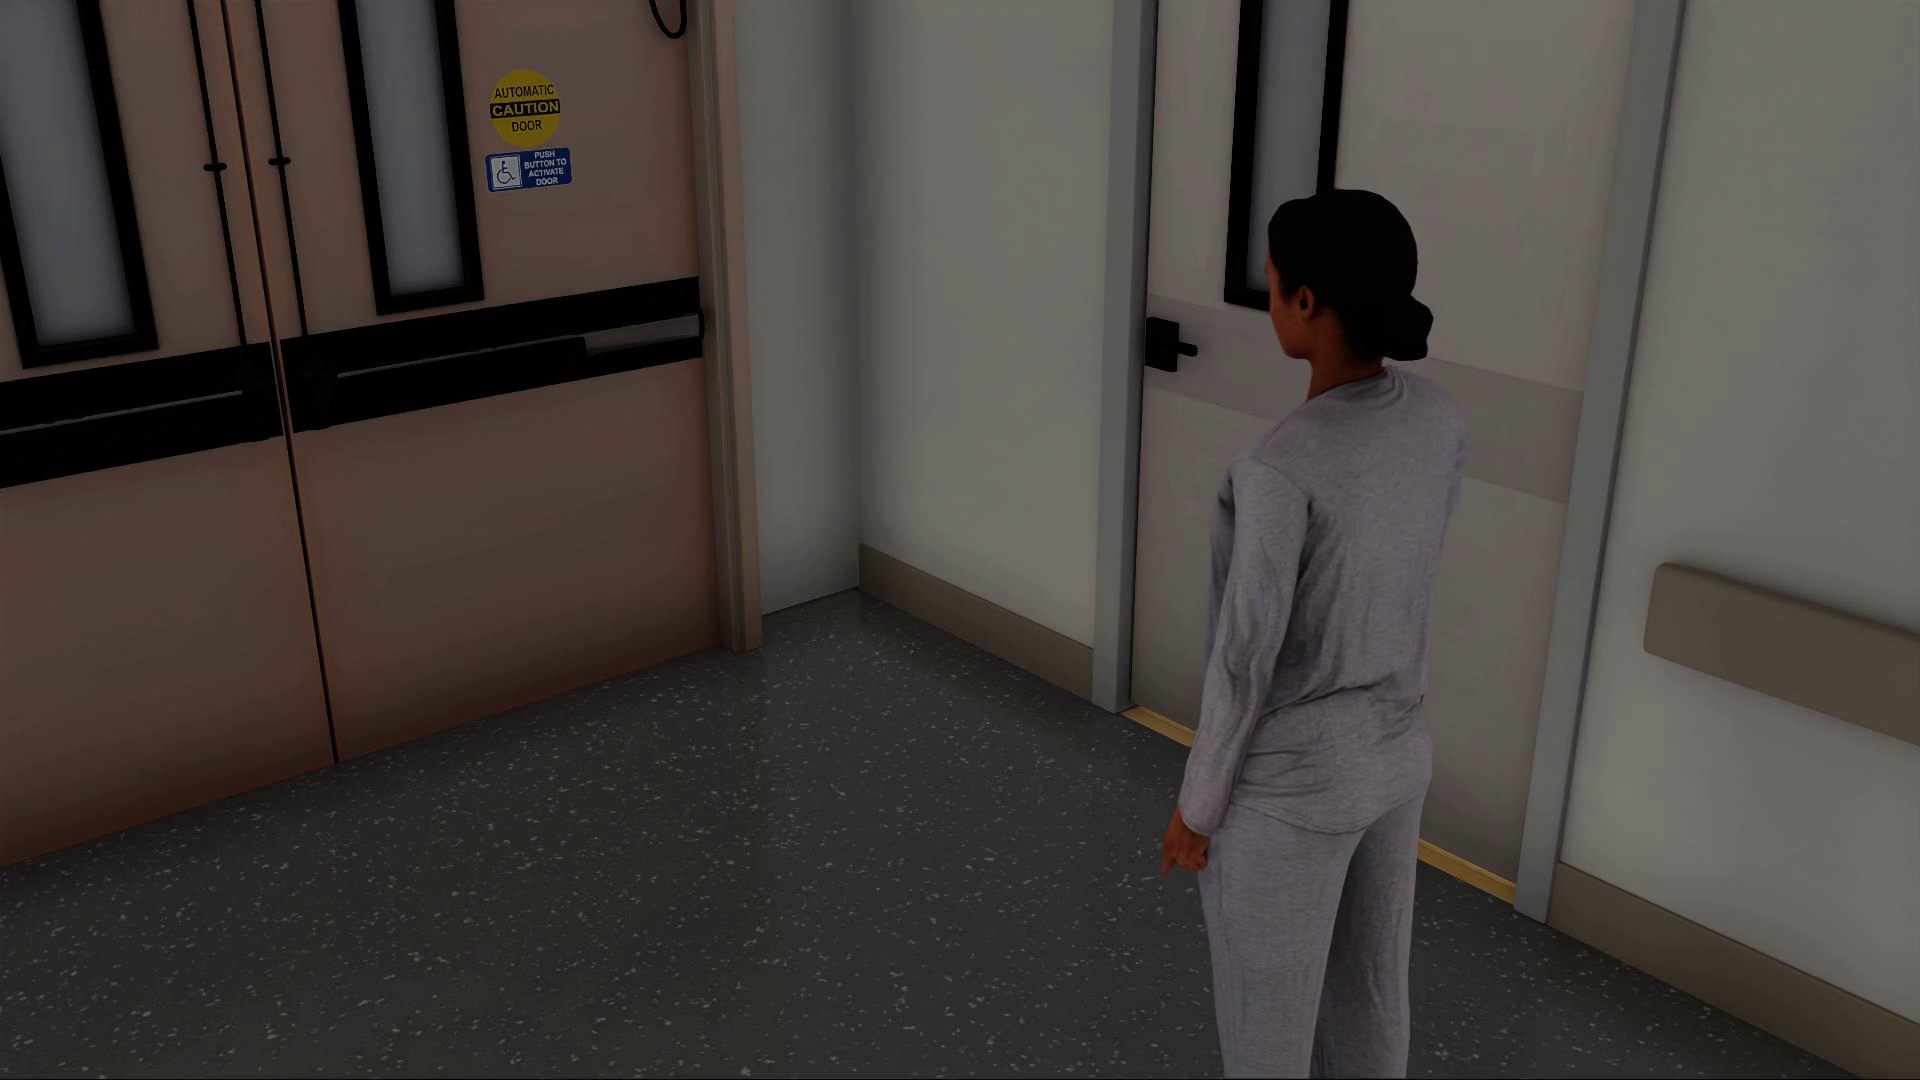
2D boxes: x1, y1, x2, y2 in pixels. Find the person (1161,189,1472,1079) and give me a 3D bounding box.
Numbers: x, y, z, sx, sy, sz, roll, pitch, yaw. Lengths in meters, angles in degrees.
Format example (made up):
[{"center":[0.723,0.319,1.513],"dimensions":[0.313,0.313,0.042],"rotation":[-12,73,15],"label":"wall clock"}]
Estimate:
[{"center":[0.545,0.341,2.513],"dimensions":[0.628,1.740,0.523],"rotation":[-16,26,-36],"label":"person"}]
